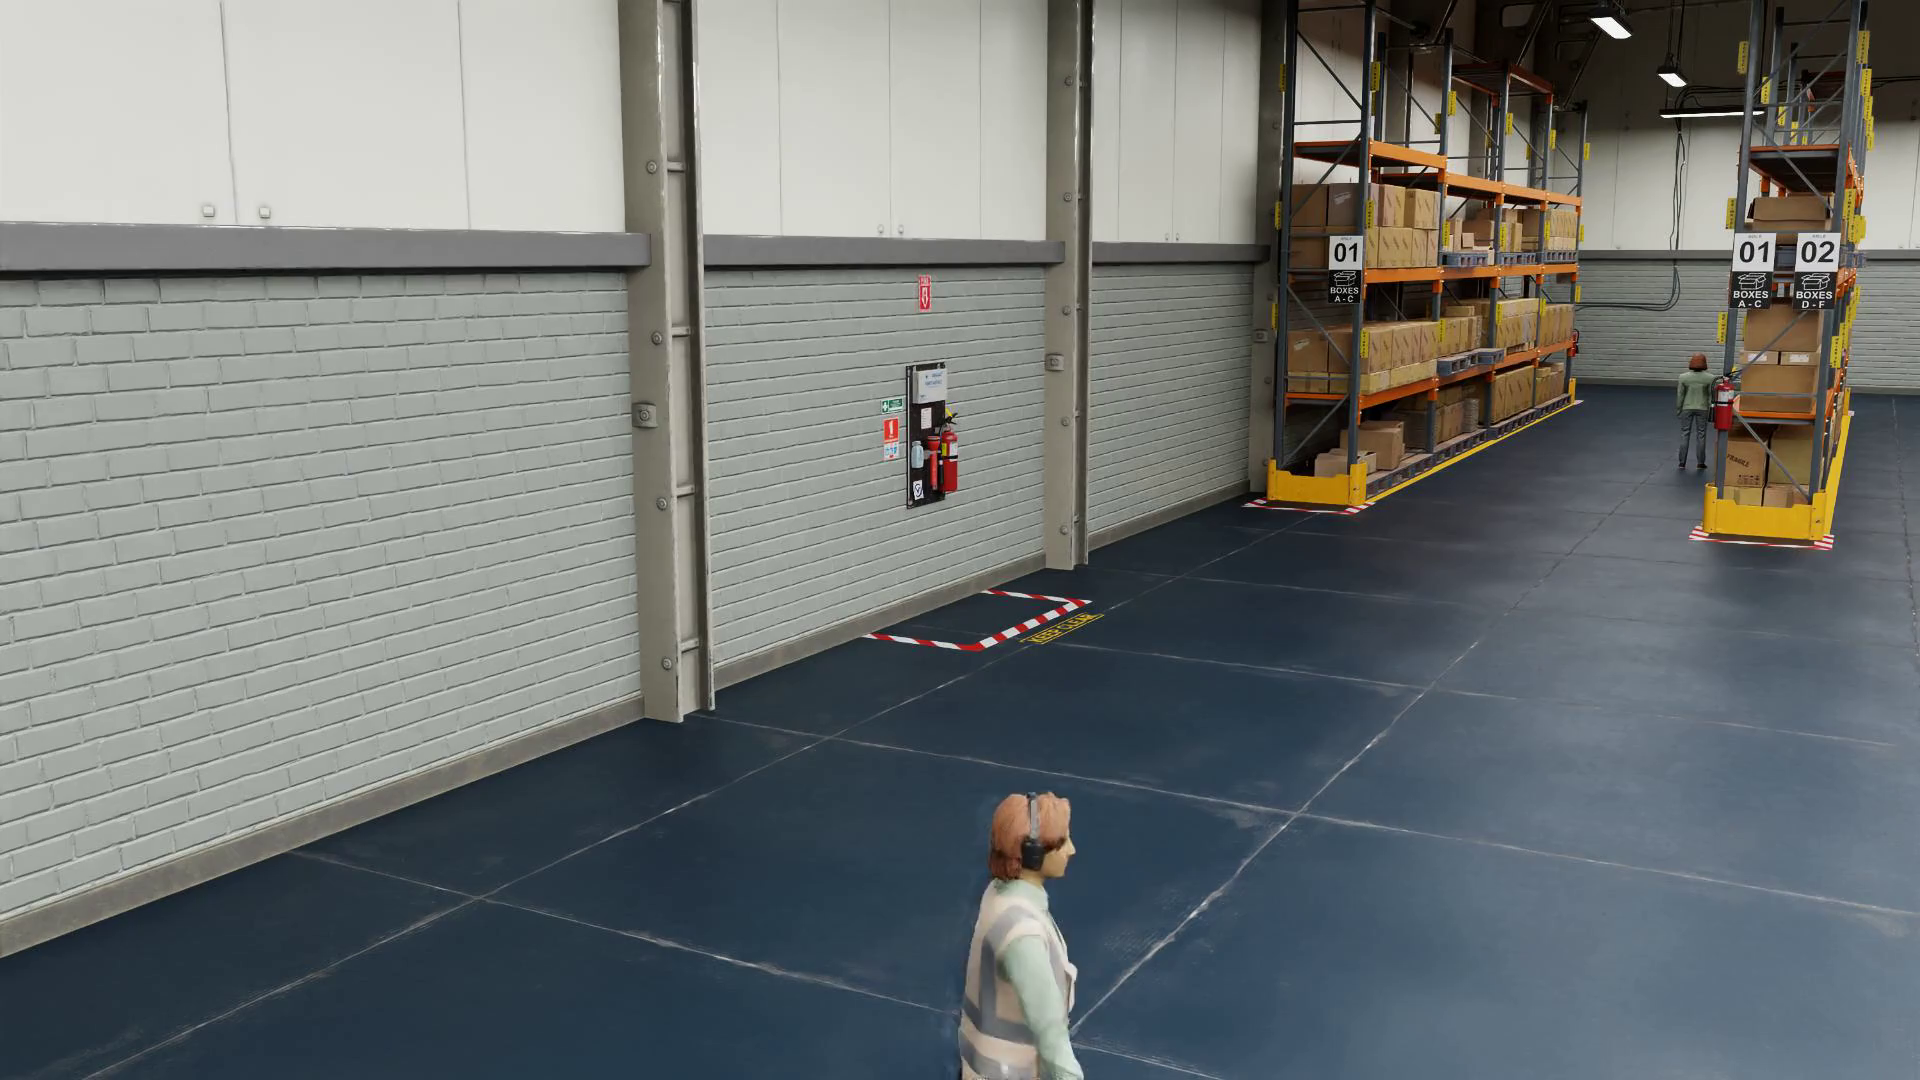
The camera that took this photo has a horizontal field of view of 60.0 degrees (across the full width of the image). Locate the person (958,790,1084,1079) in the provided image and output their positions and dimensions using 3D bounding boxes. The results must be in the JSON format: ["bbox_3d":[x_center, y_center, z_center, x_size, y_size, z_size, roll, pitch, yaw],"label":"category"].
[{"bbox_3d":[0.104,1.451,4.453,0.868,1.595,0.506,0,10,2],"label":"person"}]

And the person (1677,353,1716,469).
[{"bbox_3d":[10.371,-1.815,23.448,0.507,1.636,0.277,6,11,31],"label":"person"}]
